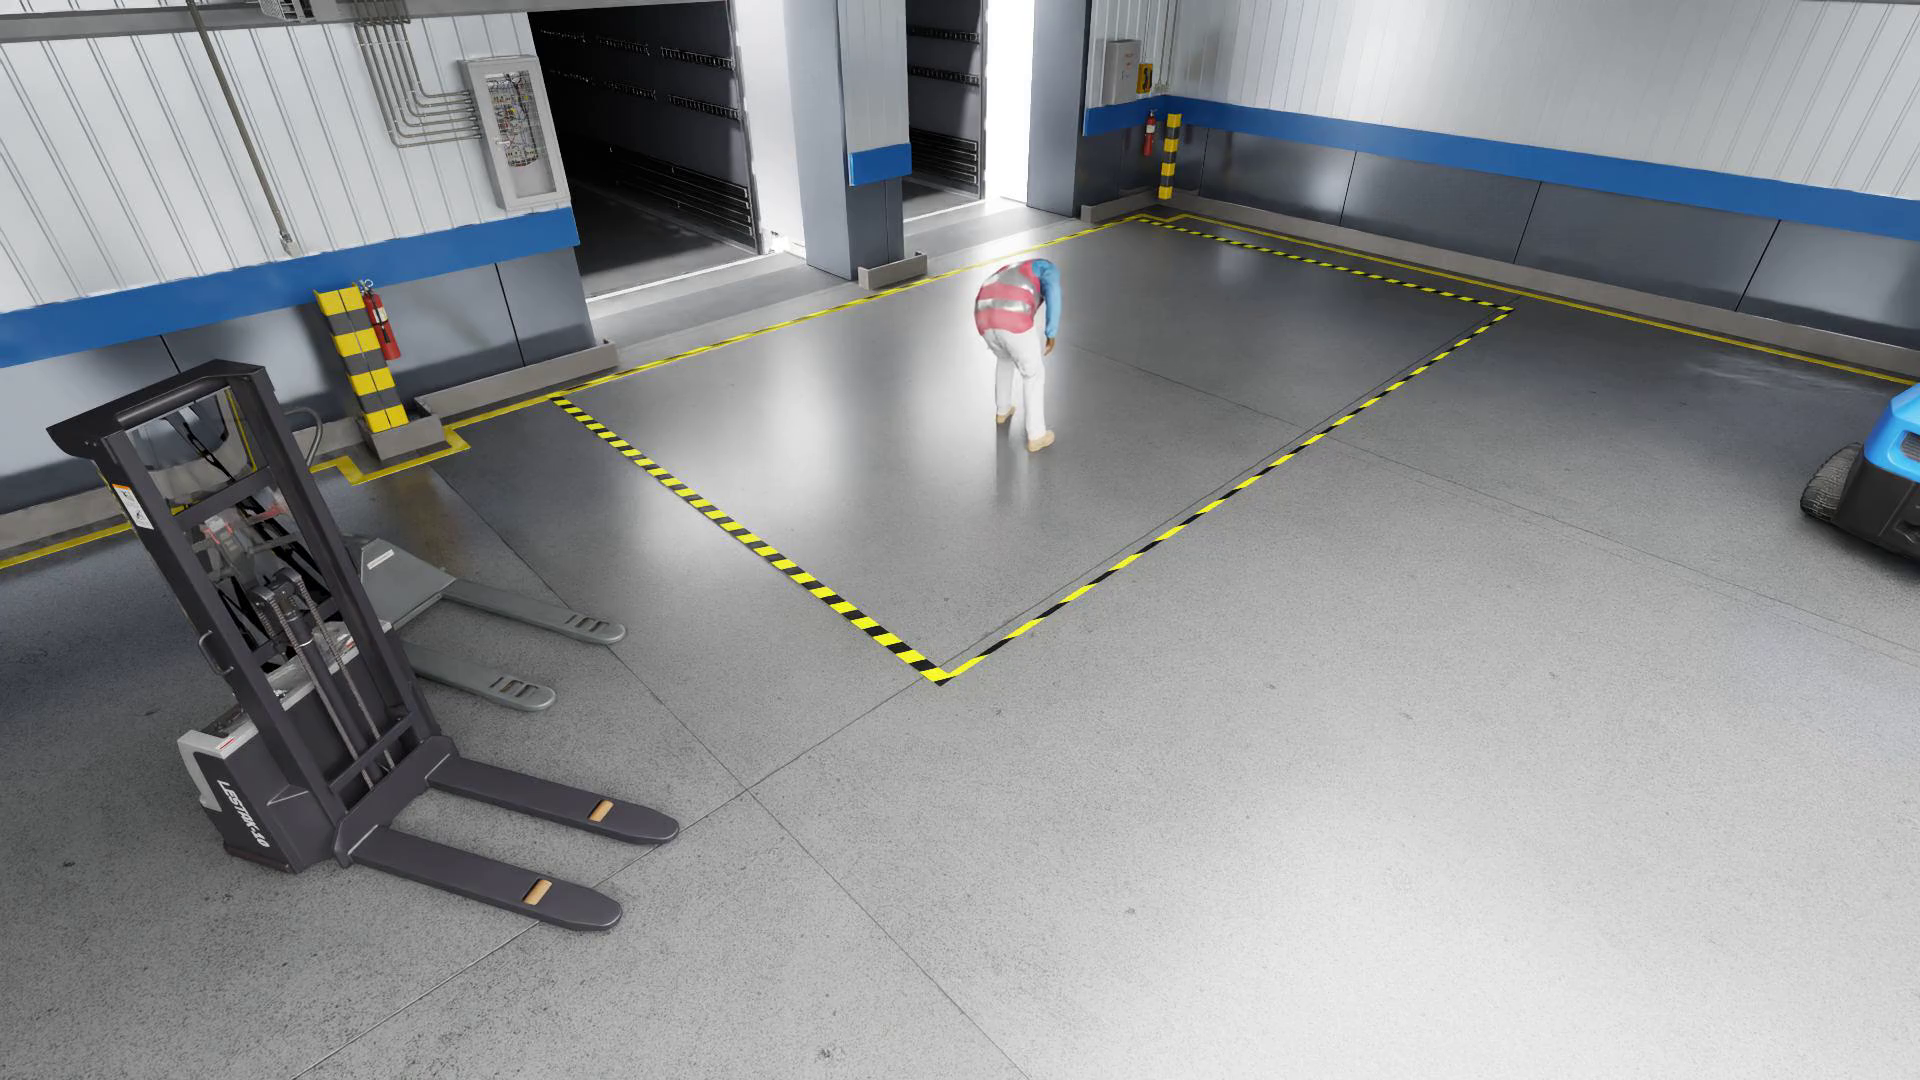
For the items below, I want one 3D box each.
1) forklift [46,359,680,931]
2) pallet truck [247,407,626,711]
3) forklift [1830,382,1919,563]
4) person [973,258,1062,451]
[{"bbox_3d":[-2.135,0.422,3.354,1.885,1.965,0.823,10,35,14],"label":"forklift"},{"bbox_3d":[-2.628,0.038,4.590,1.601,1.201,0.680,12,36,18],"label":"pallet truck"},{"bbox_3d":[6.611,-0.966,5.078,2.680,2.036,1.157,-12,36,-18],"label":"forklift"},{"bbox_3d":[0.496,-1.435,6.781,0.893,1.258,0.921,-23,41,-30],"label":"person"}]
